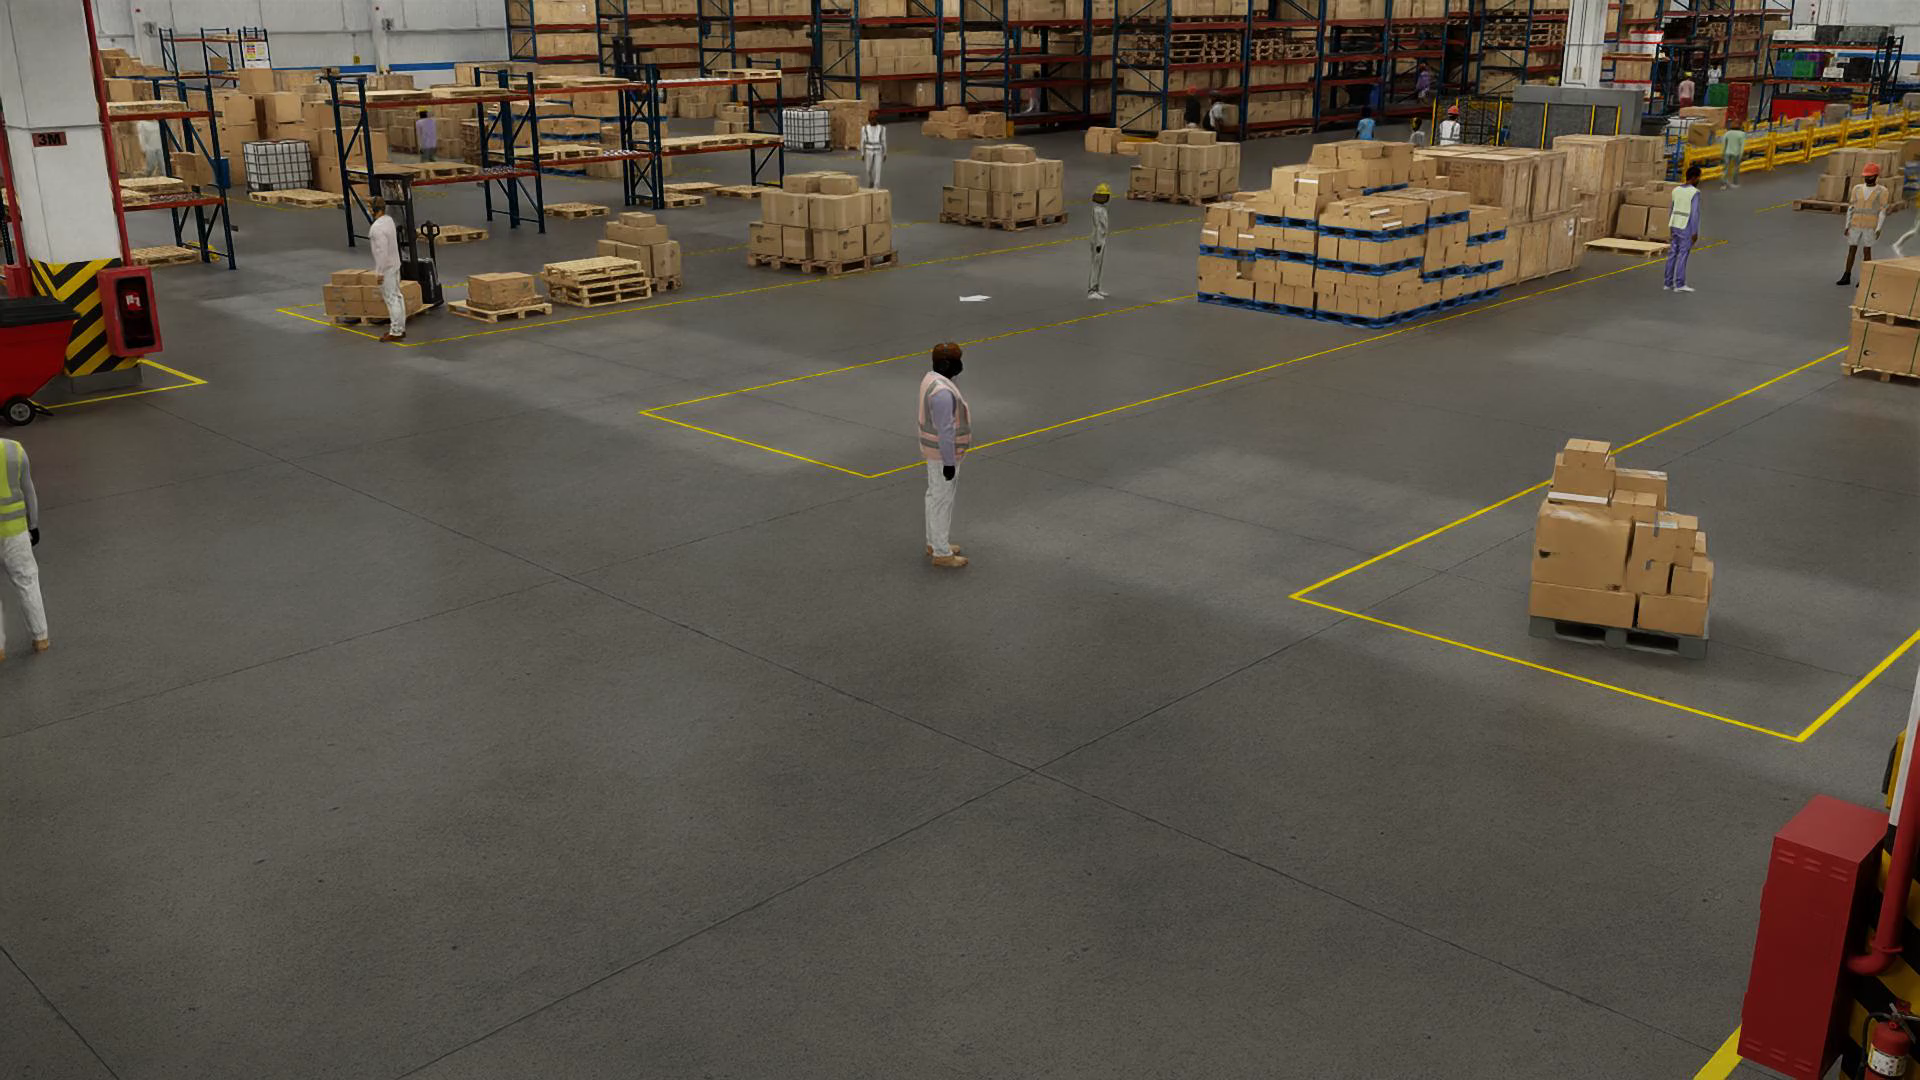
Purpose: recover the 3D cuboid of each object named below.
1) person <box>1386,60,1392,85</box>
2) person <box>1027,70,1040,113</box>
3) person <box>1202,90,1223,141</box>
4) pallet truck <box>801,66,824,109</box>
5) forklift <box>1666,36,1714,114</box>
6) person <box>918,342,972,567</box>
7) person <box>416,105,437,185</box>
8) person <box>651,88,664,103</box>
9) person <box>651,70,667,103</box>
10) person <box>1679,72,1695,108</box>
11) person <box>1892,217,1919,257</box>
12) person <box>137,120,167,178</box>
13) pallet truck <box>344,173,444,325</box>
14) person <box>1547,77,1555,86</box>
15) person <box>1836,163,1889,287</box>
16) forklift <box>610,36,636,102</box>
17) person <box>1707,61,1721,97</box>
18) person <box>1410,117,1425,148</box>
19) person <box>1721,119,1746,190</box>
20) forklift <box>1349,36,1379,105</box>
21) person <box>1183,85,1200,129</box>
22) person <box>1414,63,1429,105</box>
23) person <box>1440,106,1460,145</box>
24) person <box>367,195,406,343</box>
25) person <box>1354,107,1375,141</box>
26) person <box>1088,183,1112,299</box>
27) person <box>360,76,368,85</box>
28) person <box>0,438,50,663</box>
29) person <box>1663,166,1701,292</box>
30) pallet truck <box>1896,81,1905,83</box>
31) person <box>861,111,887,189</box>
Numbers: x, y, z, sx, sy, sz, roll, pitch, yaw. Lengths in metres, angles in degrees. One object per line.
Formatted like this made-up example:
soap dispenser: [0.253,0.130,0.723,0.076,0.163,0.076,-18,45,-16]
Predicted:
person: [18.992,-20.769,74.059,0.604,1.796,0.902,16,24,39]
person: [2.597,-15.440,57.968,0.796,1.816,0.633,-17,25,-41]
person: [6.509,-10.781,43.577,1.002,2.000,0.696,3,19,8]
pallet truck: [-4.812,-15.182,56.903,0.823,1.965,1.885,-9,21,-26]
forklift: [27.341,-17.291,61.877,1.129,2.768,1.873,17,25,41]
person: [-0.118,-0.704,13.525,0.429,1.841,0.633,-3,19,-8]
person: [-12.721,-9.440,39.743,0.442,1.910,0.589,12,22,33]
person: [-10.126,-14.542,55.573,0.383,1.617,0.518,12,22,31]
person: [-10.196,-14.971,56.409,0.587,1.911,0.397,7,20,20]
person: [25.403,-15.468,58.157,0.542,1.752,0.451,17,25,42]
person: [16.751,-5.774,28.803,0.514,1.843,0.876,-9,20,-26]
person: [-18.713,-9.065,38.594,0.568,1.919,0.642,13,22,34]
pallet truck: [-8.209,-4.181,23.757,0.823,1.965,1.885,3,19,9]
person: [19.016,-14.060,53.830,0.615,1.806,0.722,14,23,37]
person: [14.218,-4.951,26.173,0.373,1.934,0.551,-16,24,-40]
forklift: [-12.563,-17.351,62.059,1.129,2.768,1.873,17,25,41]
person: [30.832,-18.732,68.077,0.540,1.682,0.418,6,19,19]
person: [9.908,-8.259,36.253,0.310,1.864,0.532,16,24,39]
person: [18.178,-9.053,39.054,0.523,1.601,0.766,17,25,41]
forklift: [15.032,-17.454,62.369,1.129,2.768,1.873,17,25,41]
person: [6.548,-11.725,46.542,0.836,1.967,0.619,-7,20,-21]
person: [17.225,-16.783,61.922,1.004,1.890,0.548,17,25,41]
person: [11.403,-9.116,38.748,0.394,1.929,0.539,-13,22,-34]
person: [-7.620,-3.595,22.084,0.377,1.940,0.629,-1,18,-3]
person: [10.205,-10.140,42.244,0.539,1.655,0.819,-16,24,-40]
person: [2.130,-4.530,25.222,0.330,1.734,0.480,3,19,9]
person: [-20.617,-15.259,57.729,0.573,1.620,0.521,12,22,31]
person: [-6.739,-0.055,11.571,0.619,1.845,0.430,-16,24,-40]
person: [11.228,-4.824,25.828,0.390,1.914,0.588,-5,19,-15]
pallet truck: [34.802,-16.331,61.455,0.653,1.274,1.630,17,25,41]
person: [-1.965,-8.888,38.136,0.586,1.869,0.529,0,18,0]
